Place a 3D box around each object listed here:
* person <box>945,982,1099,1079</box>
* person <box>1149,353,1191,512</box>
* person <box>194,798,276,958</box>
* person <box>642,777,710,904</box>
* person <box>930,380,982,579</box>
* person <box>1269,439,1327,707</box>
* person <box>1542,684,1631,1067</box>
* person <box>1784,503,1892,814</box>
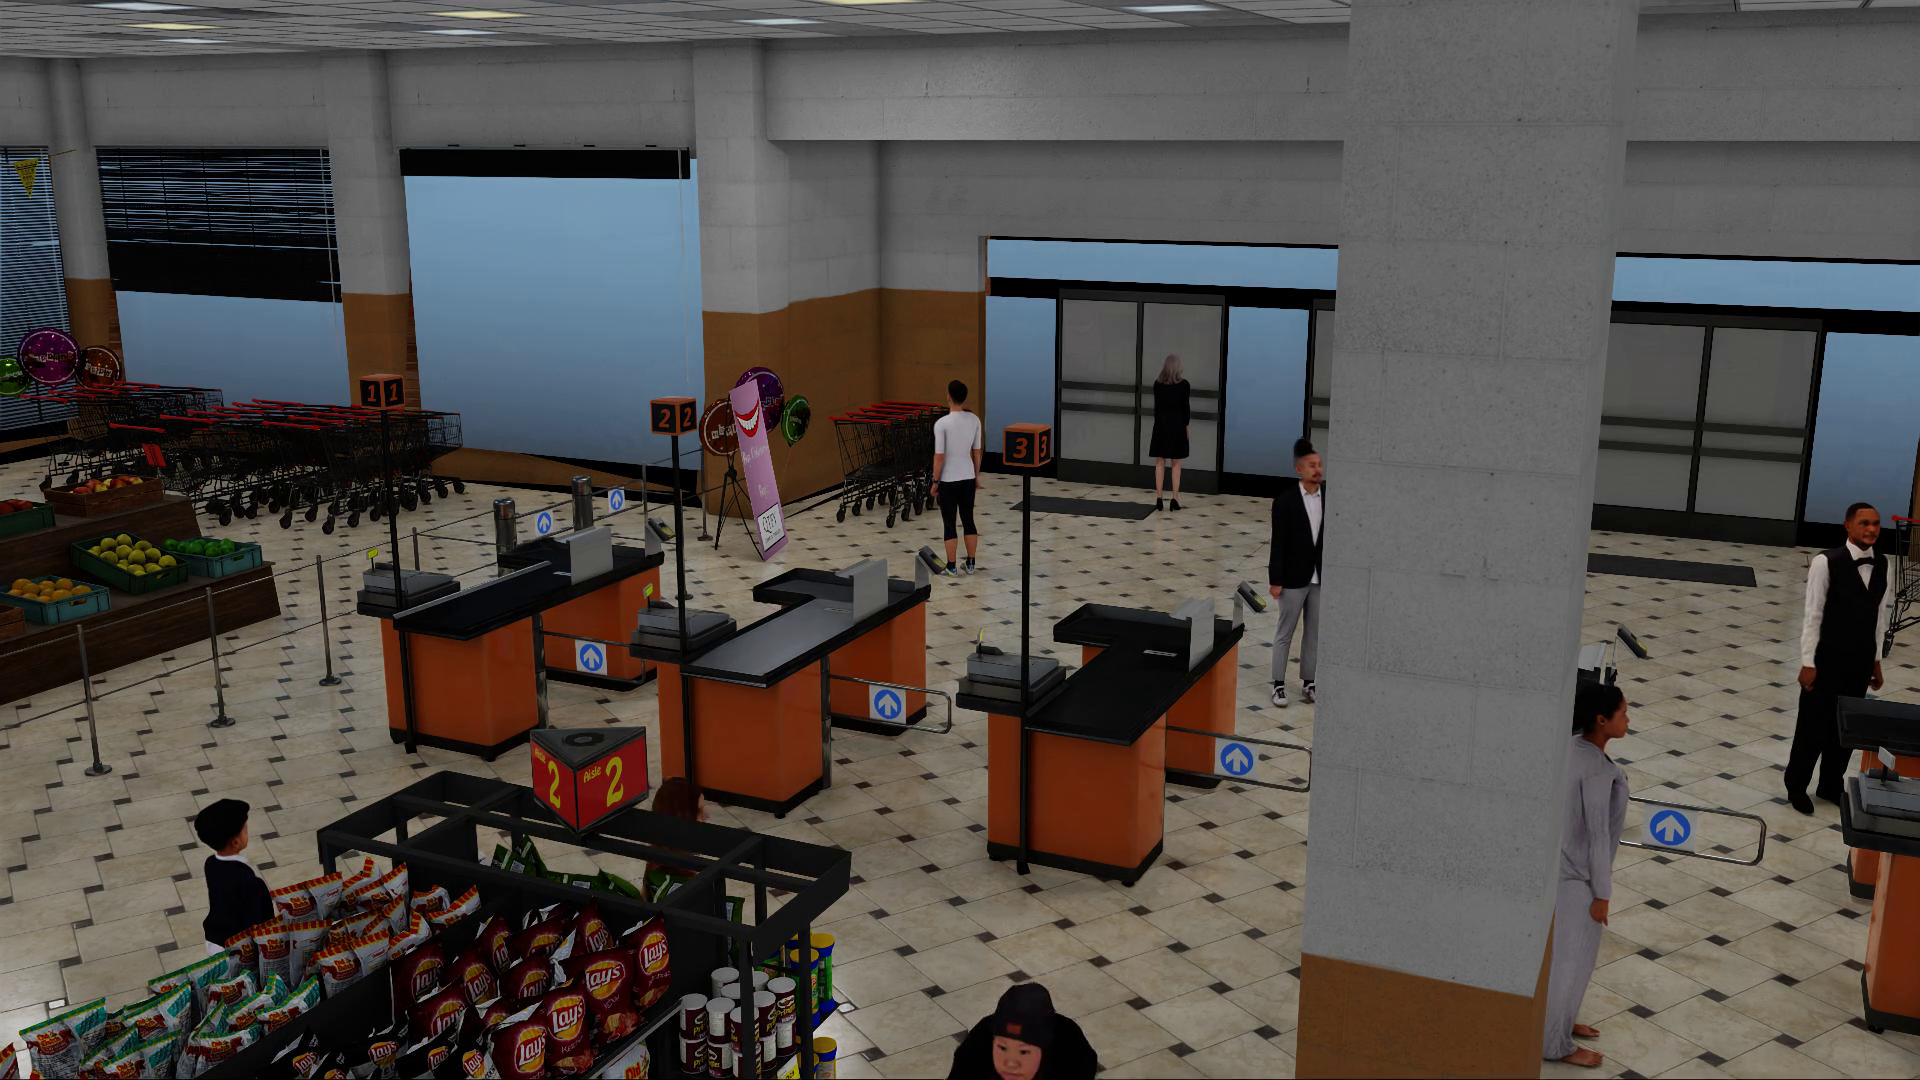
[{"bbox_3d":[0.201,2.077,5.077,0.661,1.631,1.012,6,15,24],"label":"person"},{"bbox_3d":[2.315,-1.191,18.306,0.633,1.745,0.610,4,14,15],"label":"person"},{"bbox_3d":[-3.211,1.735,7.354,0.523,1.223,0.502,9,16,32],"label":"person"},{"bbox_3d":[-1.159,1.723,6.425,0.898,1.684,0.928,-1,14,-5],"label":"person"},{"bbox_3d":[-0.023,-0.578,15.557,0.707,1.851,0.815,-8,16,-30],"label":"person"},{"bbox_3d":[2.490,0.228,12.029,0.797,1.948,0.813,-3,14,-11],"label":"person"},{"bbox_3d":[2.751,1.461,7.399,0.739,1.733,0.587,2,14,8],"label":"person"},{"bbox_3d":[5.355,0.704,10.127,0.781,1.918,0.782,-2,14,-6],"label":"person"}]
